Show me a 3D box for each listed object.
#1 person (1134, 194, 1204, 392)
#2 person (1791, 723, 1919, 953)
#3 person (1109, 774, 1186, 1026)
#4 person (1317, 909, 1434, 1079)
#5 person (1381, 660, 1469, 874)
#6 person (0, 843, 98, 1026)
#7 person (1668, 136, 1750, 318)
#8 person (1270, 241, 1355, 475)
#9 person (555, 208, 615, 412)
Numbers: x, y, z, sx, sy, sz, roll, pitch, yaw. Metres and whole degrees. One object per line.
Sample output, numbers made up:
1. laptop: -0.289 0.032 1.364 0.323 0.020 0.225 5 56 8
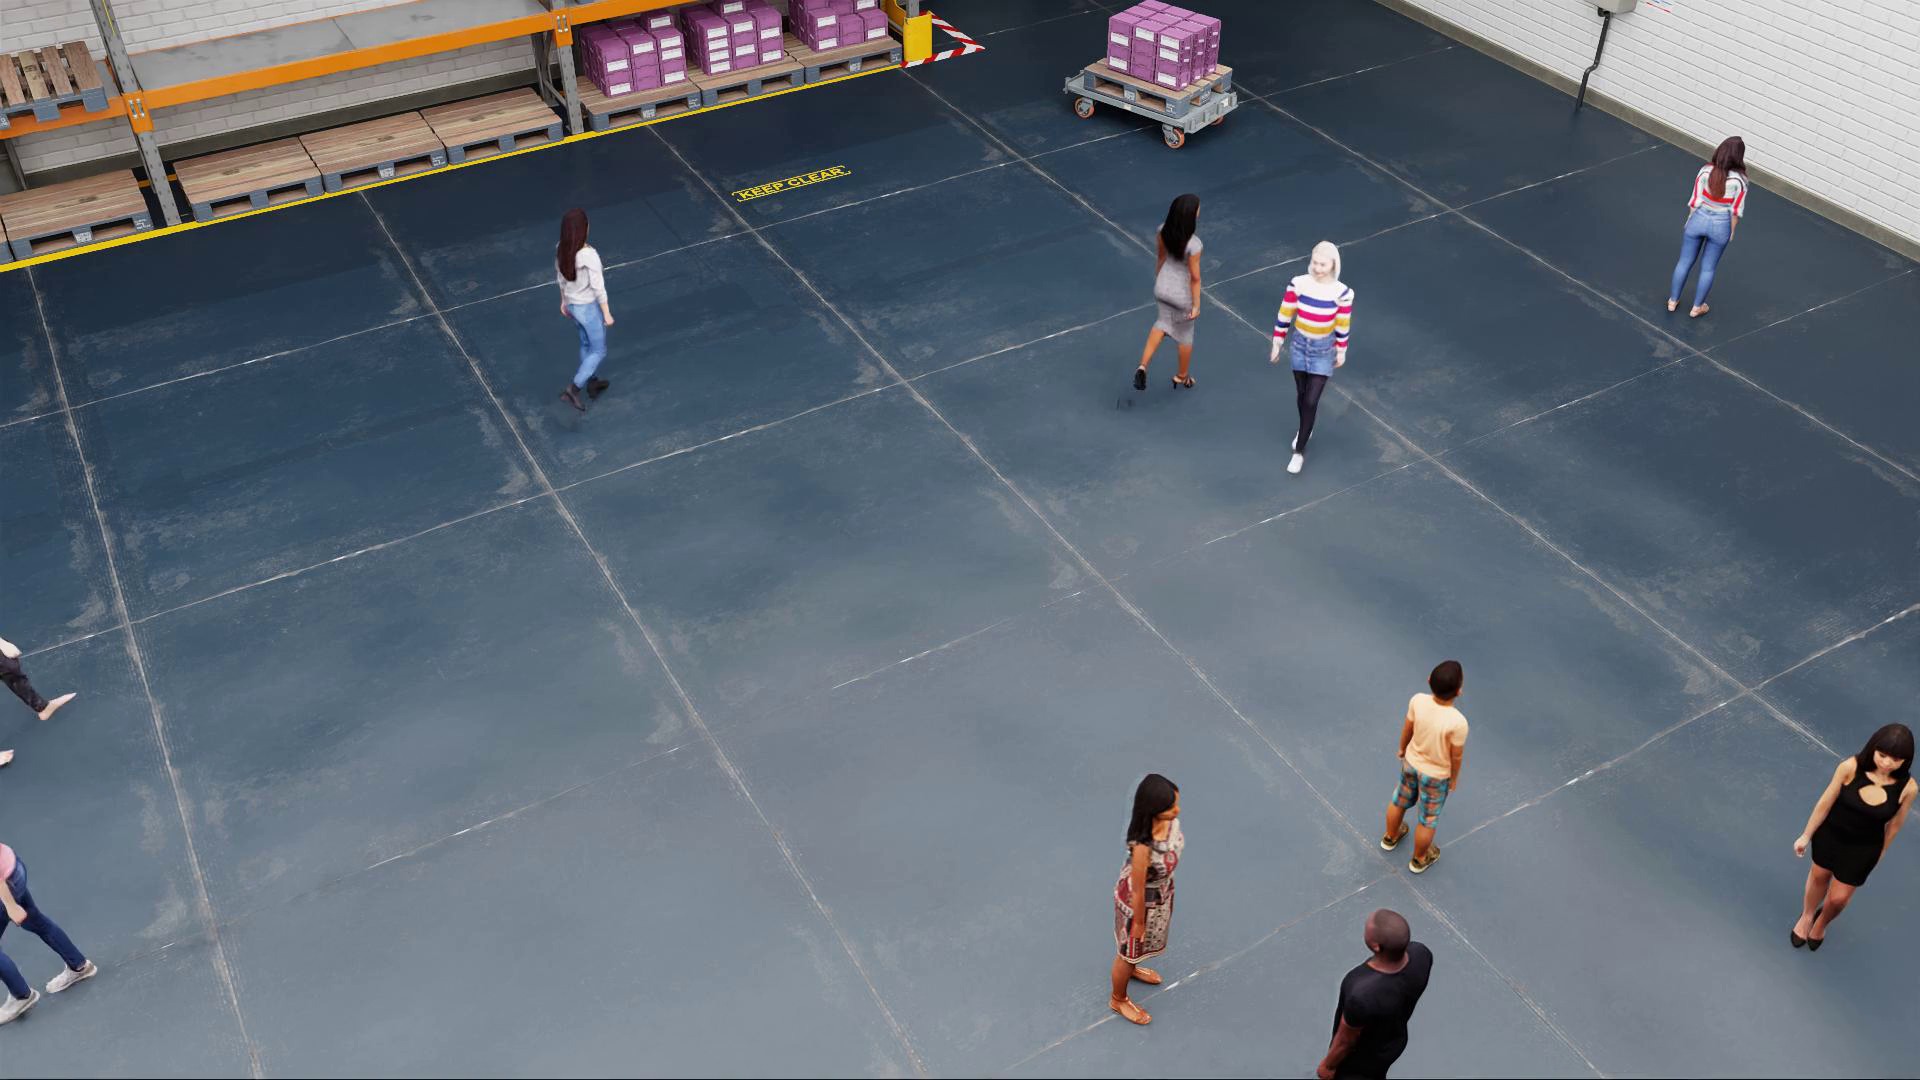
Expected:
1. person: 1.627 -1.871 12.934 0.925 1.767 0.745 -31 48 -33
2. person: 4.685 1.537 8.774 0.654 1.636 0.678 24 44 27
3. person: 0.937 1.786 8.455 0.779 1.644 0.695 13 40 15
4. person: 1.871 2.323 7.642 0.549 1.820 0.756 -27 46 -29
5. person: 2.605 1.261 9.259 0.560 1.461 0.571 -31 48 -33
6. person: -4.800 1.722 8.468 0.771 1.726 0.629 -23 44 -26
7. person: 6.326 -2.652 14.036 0.654 1.614 0.641 24 45 27
8. person: 2.655 -1.441 12.381 0.936 1.787 1.056 20 43 23
9. person: -2.969 -1.760 12.922 0.775 1.609 0.925 31 48 33
